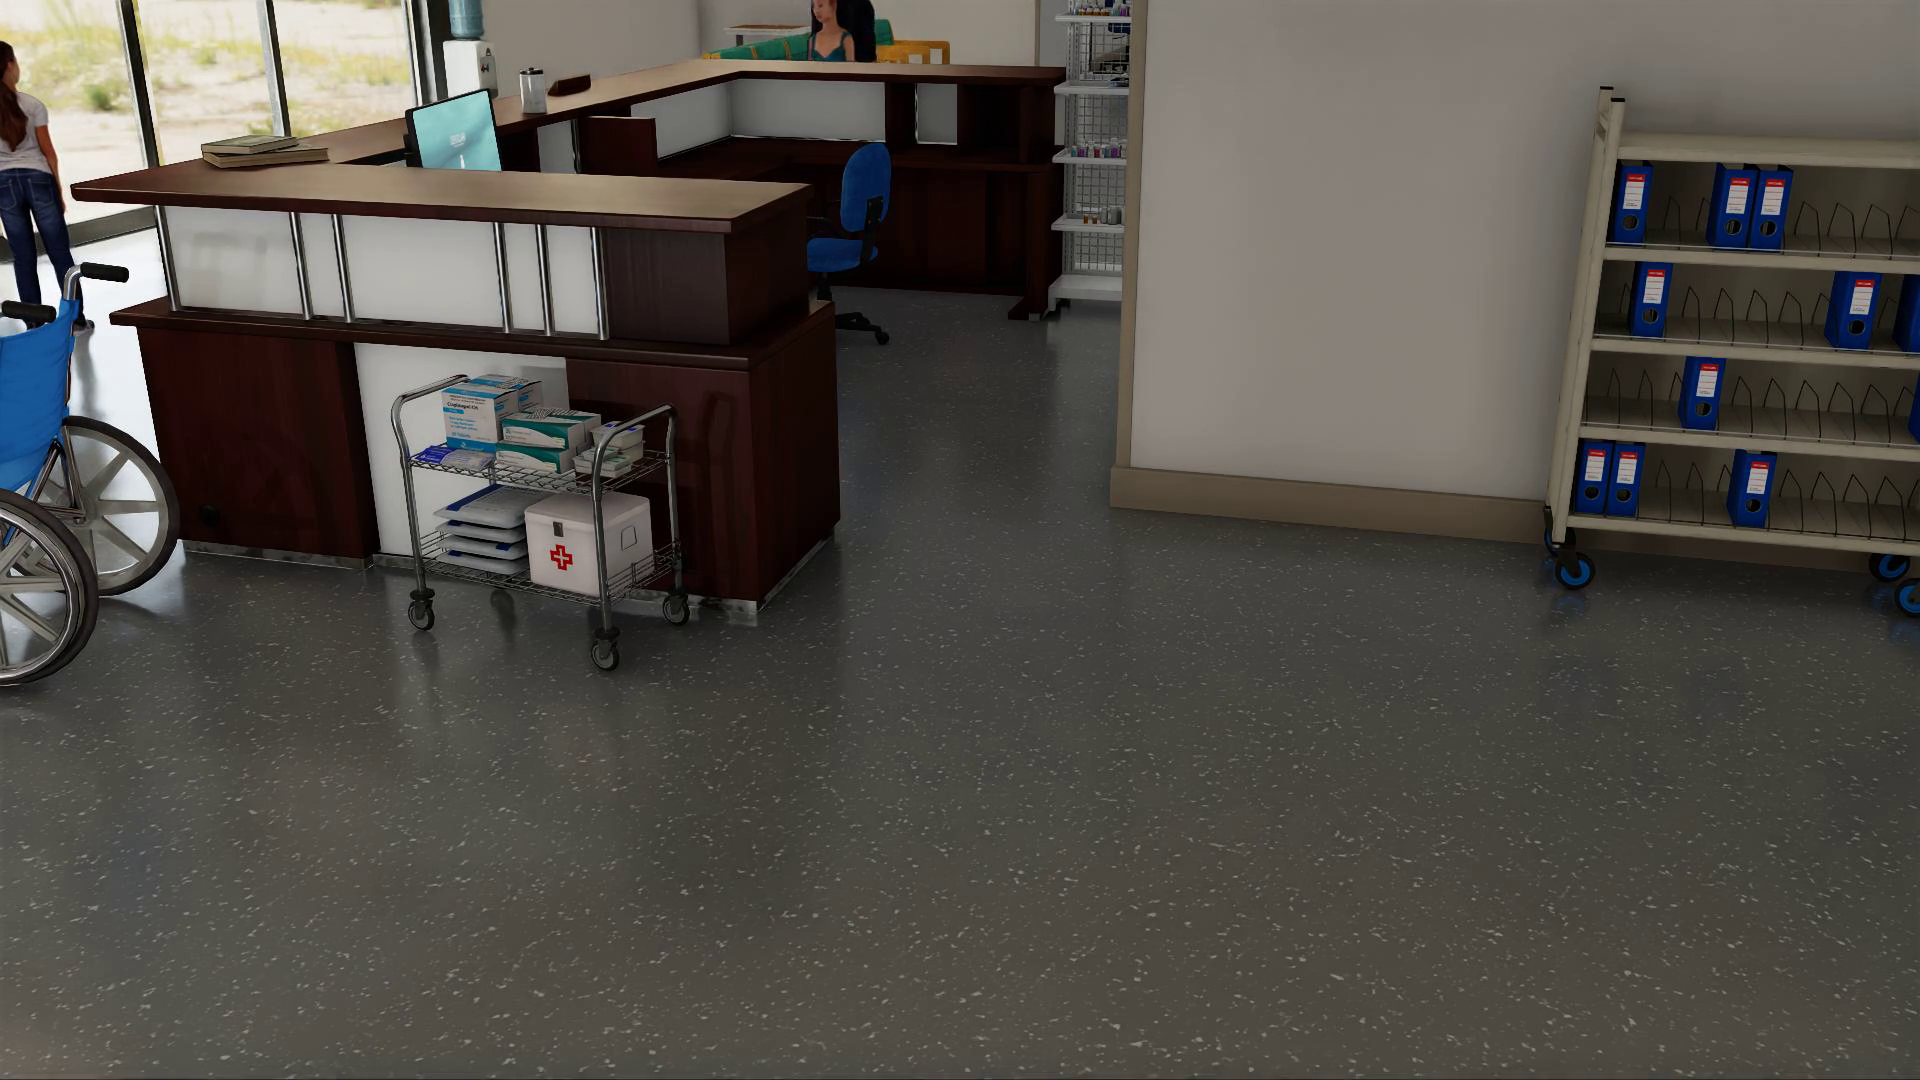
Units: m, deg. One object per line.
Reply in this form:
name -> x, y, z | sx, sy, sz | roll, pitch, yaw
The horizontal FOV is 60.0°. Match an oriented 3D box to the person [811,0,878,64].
person -> -0.940, -3.530, 12.854 | 1.205, 1.857, 0.901 | 10, 23, 24

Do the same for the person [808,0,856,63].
person -> -0.834, -3.008, 11.735 | 0.680, 1.674, 0.732 | 12, 24, 28

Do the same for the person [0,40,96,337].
person -> -4.988, -1.868, 8.883 | 0.611, 1.563, 0.695 | -7, 22, -17
